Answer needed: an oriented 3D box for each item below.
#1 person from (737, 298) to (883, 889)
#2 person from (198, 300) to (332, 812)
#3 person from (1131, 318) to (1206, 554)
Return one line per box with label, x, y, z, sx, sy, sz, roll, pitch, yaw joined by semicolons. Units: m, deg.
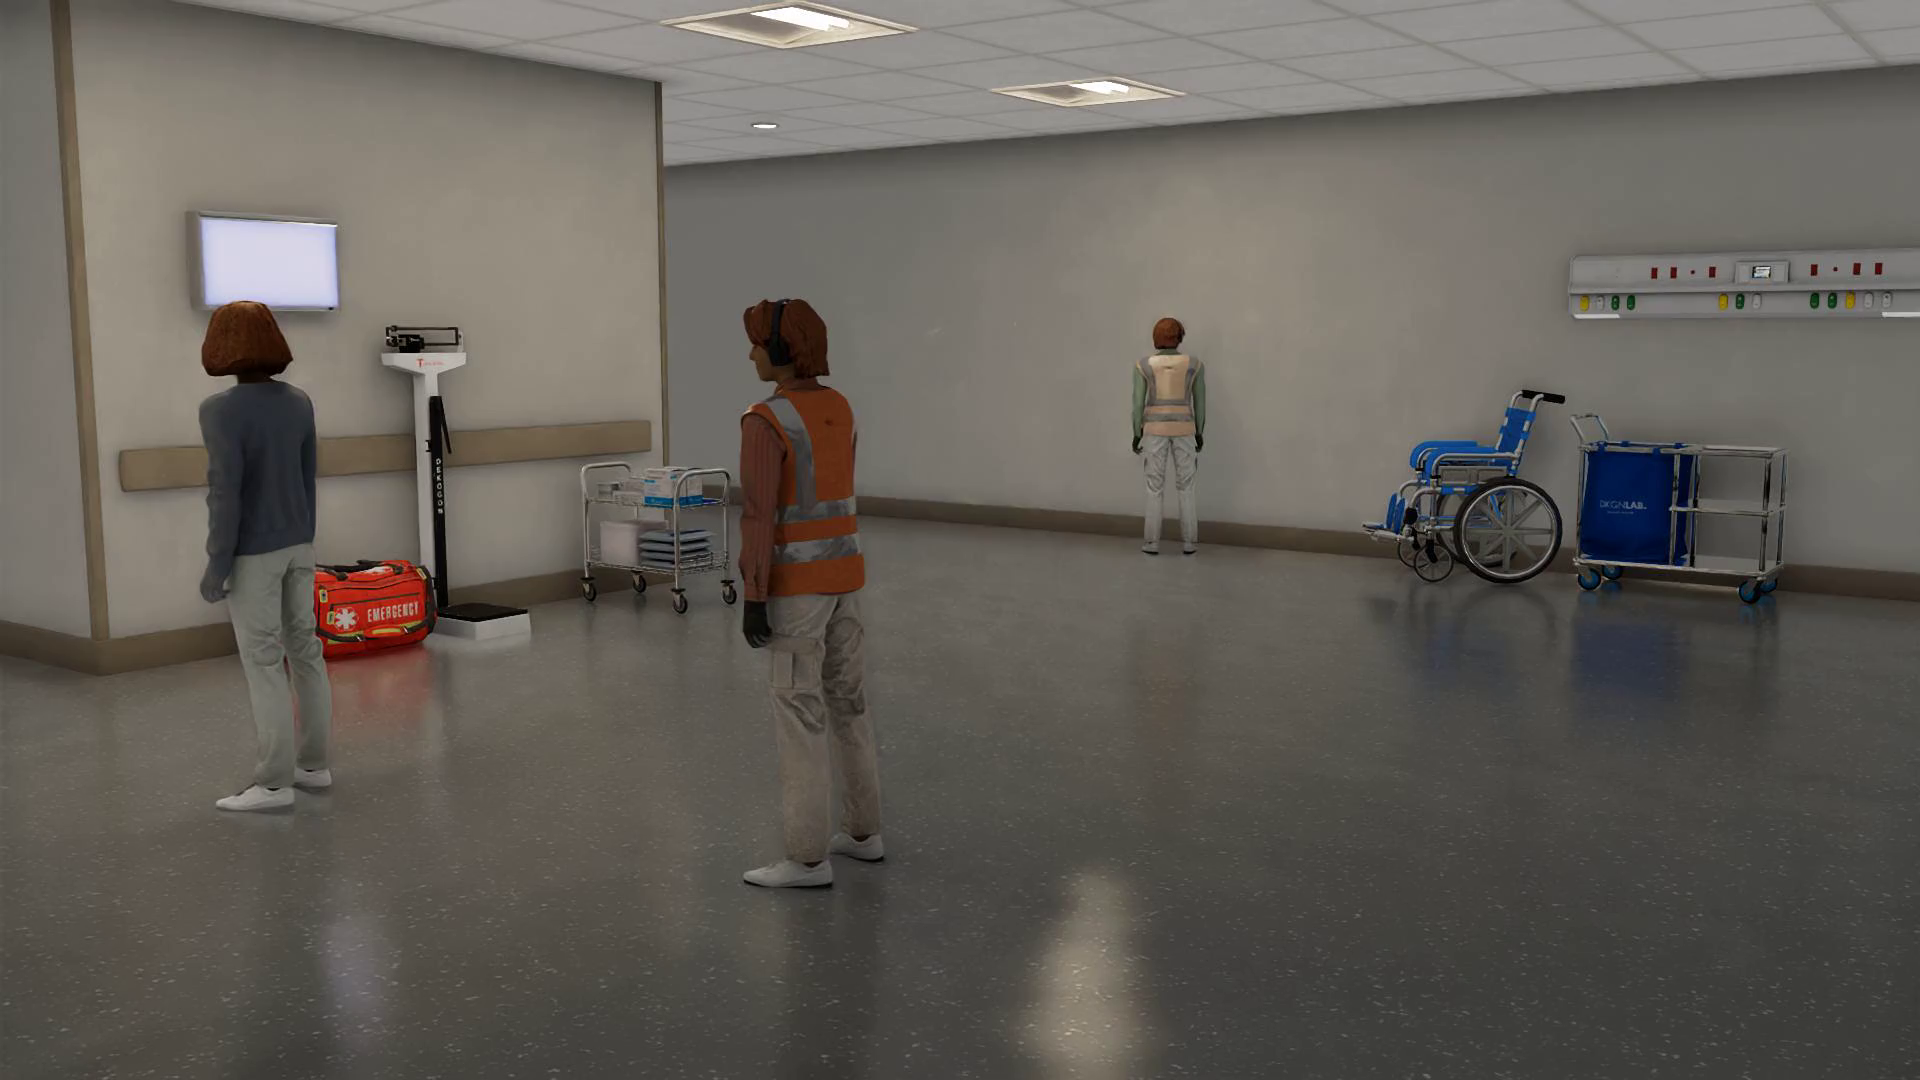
person;-0.438;0.147;4.643;0.321;1.628;0.530;4;8;27
person;-2.241;0.054;5.341;0.282;1.633;0.501;2;7;14
person;1.439;-0.710;11.473;0.513;1.637;0.313;0;7;2
